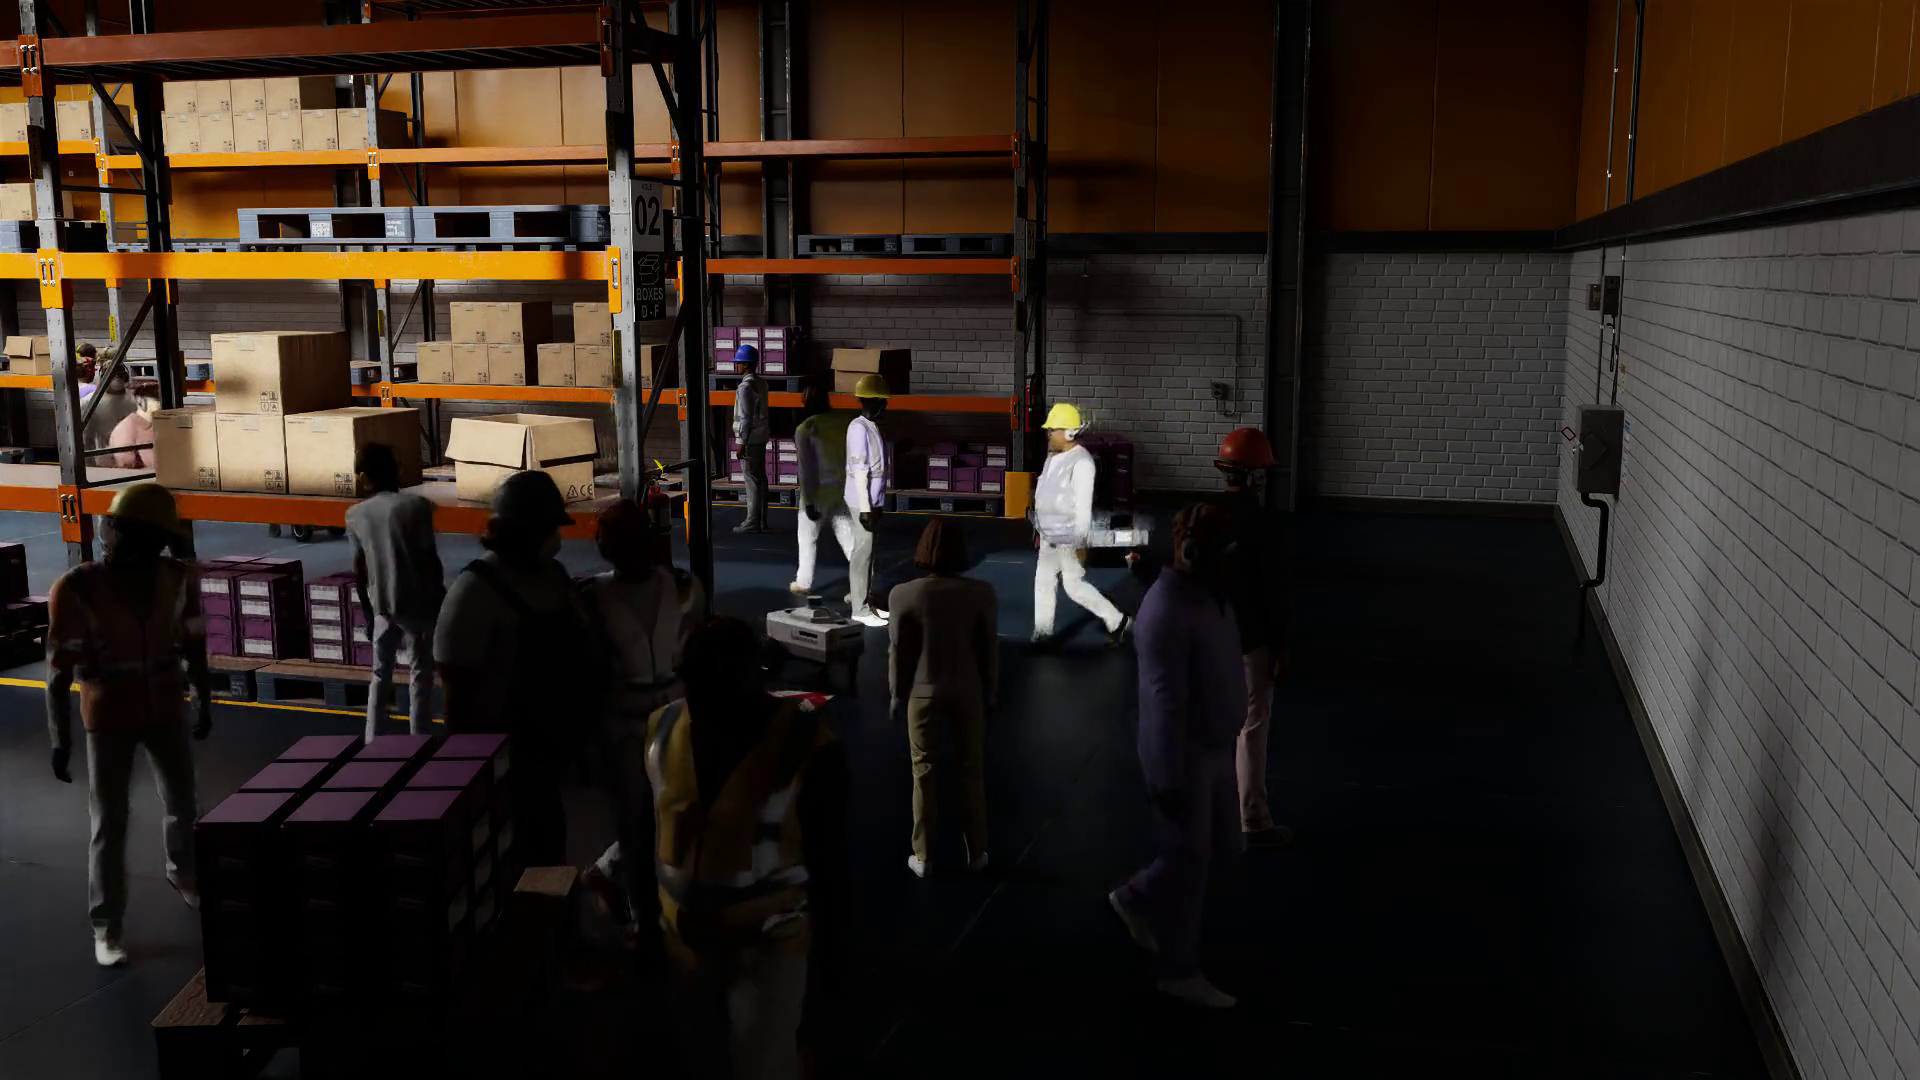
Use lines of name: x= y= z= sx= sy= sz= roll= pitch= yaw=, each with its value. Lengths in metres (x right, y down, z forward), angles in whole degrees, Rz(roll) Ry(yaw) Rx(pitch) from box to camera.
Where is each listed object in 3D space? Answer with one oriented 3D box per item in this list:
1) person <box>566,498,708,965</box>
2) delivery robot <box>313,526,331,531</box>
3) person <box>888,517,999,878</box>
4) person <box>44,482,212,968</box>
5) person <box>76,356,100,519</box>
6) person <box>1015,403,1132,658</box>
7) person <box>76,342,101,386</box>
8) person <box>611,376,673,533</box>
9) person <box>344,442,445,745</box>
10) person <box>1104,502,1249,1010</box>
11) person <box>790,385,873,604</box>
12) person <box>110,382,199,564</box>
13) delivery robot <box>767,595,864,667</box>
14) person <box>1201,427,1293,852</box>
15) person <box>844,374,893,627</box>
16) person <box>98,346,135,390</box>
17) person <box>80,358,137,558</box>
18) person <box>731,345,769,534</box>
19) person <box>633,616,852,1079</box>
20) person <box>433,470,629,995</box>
person: x=-1.292 y=0.735 z=6.627 sx=0.603 sy=1.864 sz=0.576 roll=-7 pitch=12 yaw=-37
delivery robot: x=-6.654 y=-0.334 z=16.833 sx=0.707 sy=0.478 sz=0.477 roll=5 pitch=11 yaw=30
person: x=-0.073 y=0.709 z=7.478 sx=0.498 sy=1.634 sz=0.282 roll=-1 pitch=9 yaw=-4
person: x=-3.387 y=0.704 z=6.744 sx=0.584 sy=1.897 sz=0.713 roll=8 pitch=13 yaw=42
person: x=-8.813 y=-0.924 z=16.796 sx=0.569 sy=1.840 sz=0.373 roll=1 pitch=9 yaw=4
person: x=0.803 y=-0.066 z=11.683 sx=0.779 sy=1.810 sz=0.599 roll=-3 pitch=10 yaw=-20
person: x=-10.181 y=-1.384 z=19.525 sx=0.311 sy=1.868 sz=0.533 roll=6 pitch=11 yaw=34
person: x=-3.420 y=-0.940 z=16.998 sx=0.866 sy=1.817 sz=0.522 roll=0 pitch=9 yaw=2
person: x=-2.921 y=0.406 z=8.755 sx=0.658 sy=1.832 sz=0.330 roll=2 pitch=10 yaw=15
person: x=0.818 y=0.791 z=6.215 sx=0.517 sy=1.893 sz=0.649 roll=5 pitch=11 yaw=27
person: x=-1.047 y=-0.369 z=13.617 sx=0.646 sy=1.805 sz=0.933 roll=-8 pitch=12 yaw=-39
person: x=-6.248 y=-0.293 z=12.934 sx=1.009 sy=1.853 sz=0.645 roll=3 pitch=10 yaw=18
delivery robot: x=-0.961 y=0.613 z=11.058 sx=0.707 sy=0.478 sz=0.477 roll=9 pitch=13 yaw=43
person: x=1.321 y=0.464 z=7.869 sx=0.378 sy=1.996 sz=0.611 roll=-8 pitch=12 yaw=-40
person: x=-0.694 y=-0.310 z=12.795 sx=0.374 sy=1.928 sz=0.584 roll=1 pitch=9 yaw=5
person: x=-8.641 y=-1.020 z=17.095 sx=0.357 sy=1.937 sz=0.637 roll=-2 pitch=10 yaw=-14
person: x=-7.487 y=-0.651 z=14.844 sx=0.357 sy=1.938 sz=0.638 roll=8 pitch=13 yaw=42
person: x=-2.159 y=-1.039 z=17.178 sx=0.391 sy=1.948 sz=0.606 roll=2 pitch=9 yaw=10
person: x=-0.581 y=1.081 z=4.692 sx=0.635 sy=1.813 sz=0.768 roll=3 pitch=10 yaw=19
person: x=-1.743 y=0.685 z=6.388 sx=0.979 sy=2.000 sz=0.691 roll=3 pitch=10 yaw=19
